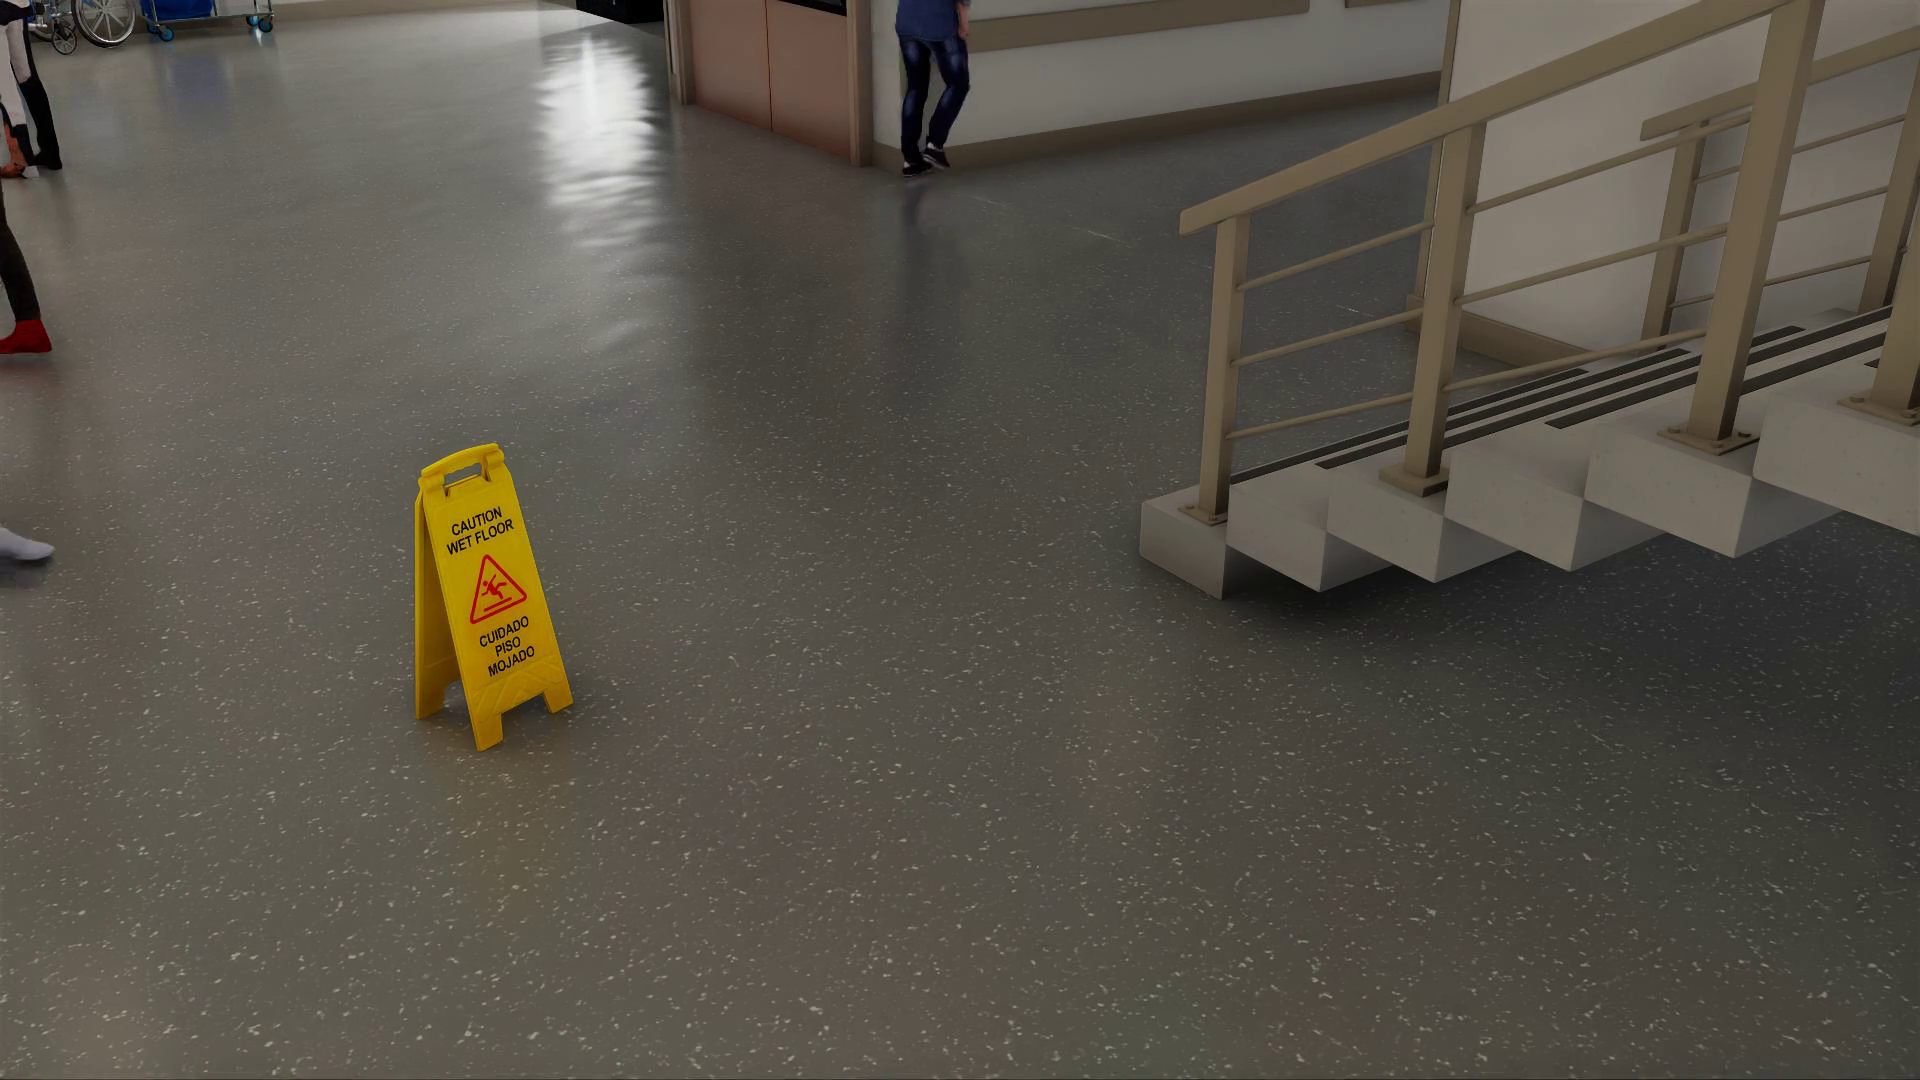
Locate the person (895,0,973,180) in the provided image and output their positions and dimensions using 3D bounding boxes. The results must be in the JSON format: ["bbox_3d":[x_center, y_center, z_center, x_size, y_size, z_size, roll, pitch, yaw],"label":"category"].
[{"bbox_3d":[-0.208,-3.042,9.911,0.774,1.804,0.924,13,29,25],"label":"person"}]
